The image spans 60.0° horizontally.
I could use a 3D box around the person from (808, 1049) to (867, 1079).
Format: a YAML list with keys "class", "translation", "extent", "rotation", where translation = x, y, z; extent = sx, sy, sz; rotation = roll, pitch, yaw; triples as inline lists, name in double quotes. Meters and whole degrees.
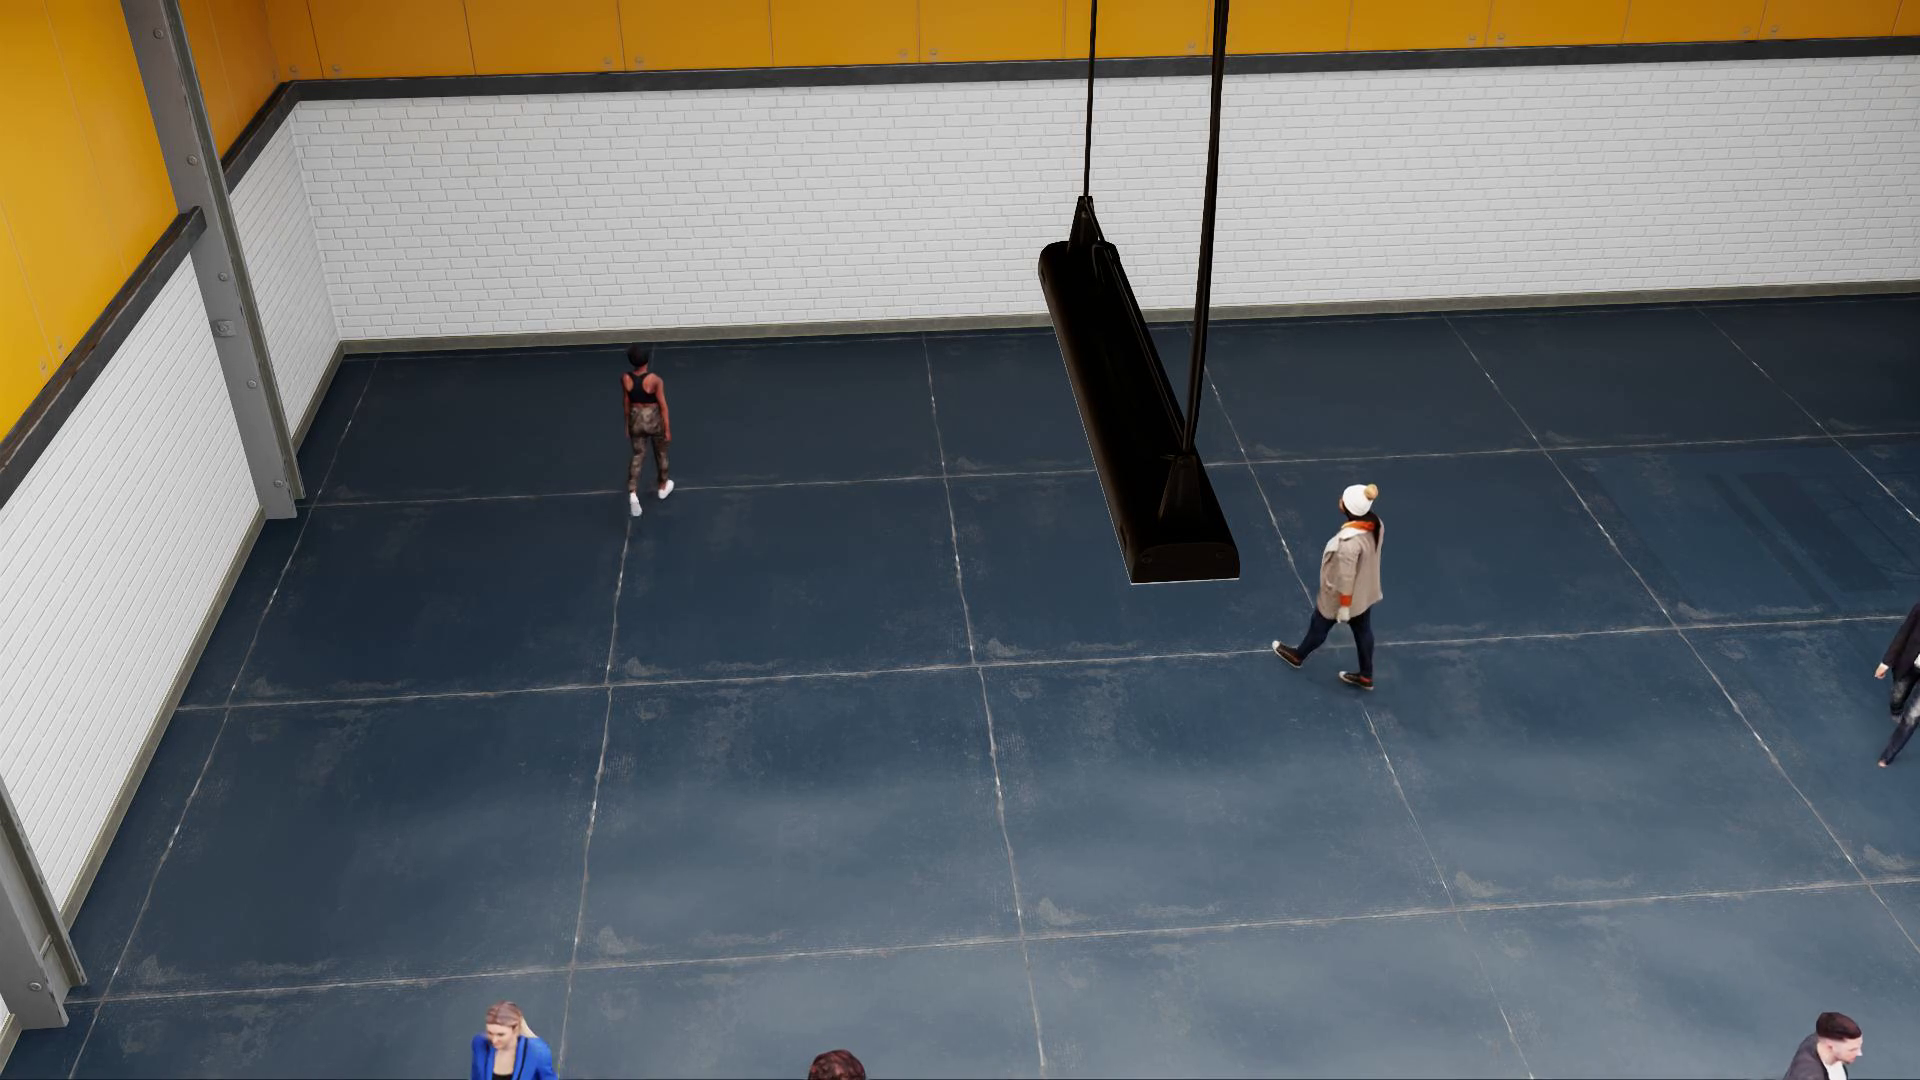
- class: "person"
  translation: [-0.576, 3.298, 8.674]
  extent: [0.698, 1.786, 0.592]
  rotation: [9, 35, 13]

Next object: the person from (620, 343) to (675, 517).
- class: "person"
  translation: [-2.896, -1.005, 15.240]
  extent: [0.761, 1.682, 1.091]
  rotation: [6, 34, 9]

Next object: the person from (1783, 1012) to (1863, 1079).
- class: "person"
  translation: [4.324, 3.148, 8.885]
  extent: [1.221, 1.802, 1.148]
  rotation: [26, 41, 33]

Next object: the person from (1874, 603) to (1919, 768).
- class: "person"
  translation: [7.223, 0.965, 12.548]
  extent: [1.216, 1.761, 1.173]
  rotation: [26, 42, 34]

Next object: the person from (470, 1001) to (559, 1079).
- class: "person"
  translation: [-2.351, 3.070, 9.115]
  extent: [0.813, 1.677, 1.010]
  rotation: [8, 34, 12]

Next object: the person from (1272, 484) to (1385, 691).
- class: "person"
  translation: [3.126, 0.399, 12.973]
  extent: [1.198, 1.855, 1.134]
  rotation: [25, 41, 33]
